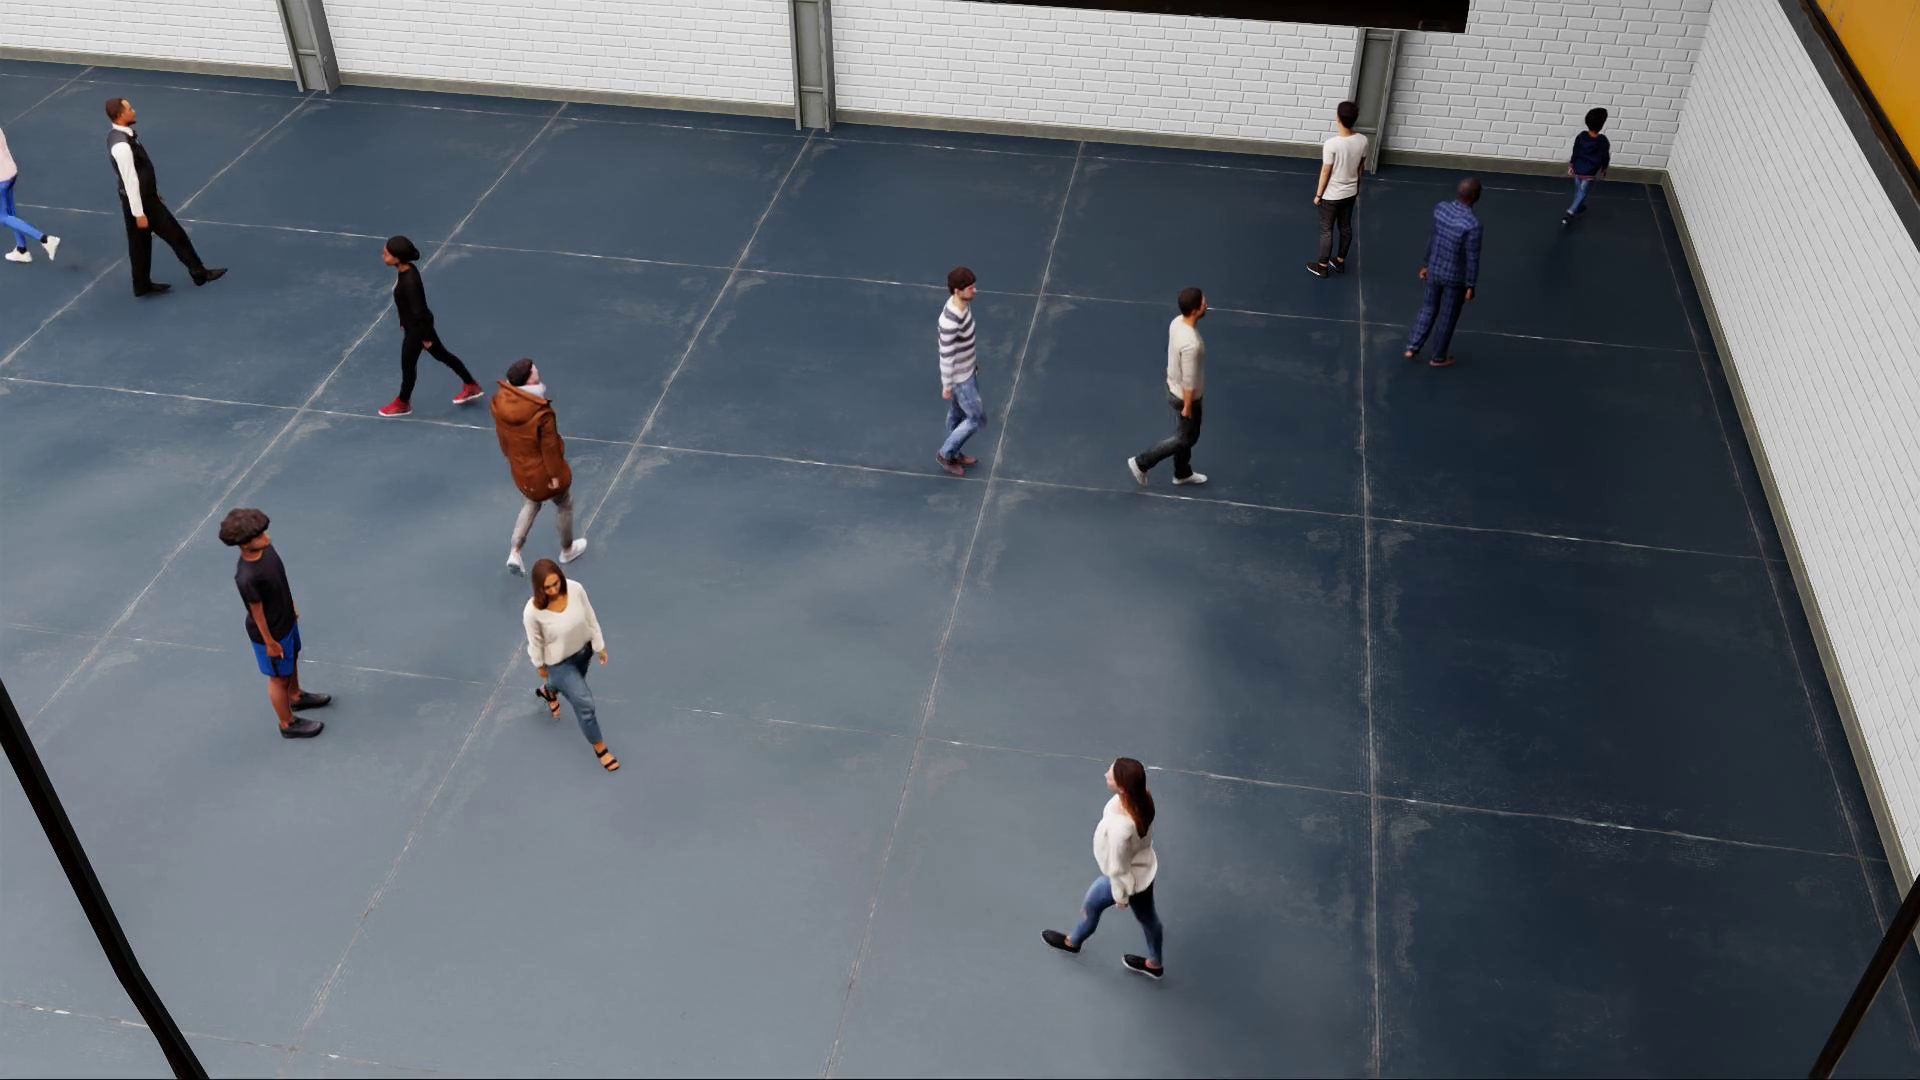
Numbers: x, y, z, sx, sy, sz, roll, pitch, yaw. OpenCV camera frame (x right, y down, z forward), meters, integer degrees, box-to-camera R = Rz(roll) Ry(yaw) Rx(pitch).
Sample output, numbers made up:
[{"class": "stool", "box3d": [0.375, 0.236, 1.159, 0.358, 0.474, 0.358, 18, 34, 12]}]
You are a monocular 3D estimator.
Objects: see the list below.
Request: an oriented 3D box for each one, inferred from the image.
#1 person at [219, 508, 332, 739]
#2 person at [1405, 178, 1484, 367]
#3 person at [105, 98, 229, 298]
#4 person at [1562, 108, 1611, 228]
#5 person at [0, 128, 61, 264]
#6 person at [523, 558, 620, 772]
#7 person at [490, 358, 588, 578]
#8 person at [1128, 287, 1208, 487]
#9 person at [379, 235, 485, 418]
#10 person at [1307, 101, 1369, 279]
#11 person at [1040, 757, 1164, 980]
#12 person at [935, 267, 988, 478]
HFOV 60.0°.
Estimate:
[{"class": "person", "box3d": [-4.477, 0.530, 10.797, 0.630, 1.791, 0.641, -3, 39, -3]}, {"class": "person", "box3d": [4.160, -2.282, 14.295, 0.915, 1.820, 0.851, -25, 45, -28]}, {"class": "person", "box3d": [-7.608, -3.087, 15.251, 1.206, 1.885, 1.116, -20, 43, -24]}, {"class": "person", "box3d": [6.222, -3.694, 16.550, 0.838, 1.211, 0.827, -31, 48, -33]}, {"class": "person", "box3d": [-9.015, -3.393, 15.740, 0.912, 1.752, 0.641, 6, 39, 7]}, {"class": "person", "box3d": [-2.565, 0.711, 10.689, 1.151, 1.643, 0.959, 28, 46, 30]}, {"class": "person", "box3d": [-3.110, -0.486, 12.044, 0.975, 1.822, 0.896, 16, 41, 19]}, {"class": "person", "box3d": [1.659, -1.144, 12.888, 1.004, 1.796, 0.824, -6, 39, -7]}, {"class": "person", "box3d": [-4.410, -1.770, 13.805, 1.188, 1.630, 0.950, -11, 40, -14]}, {"class": "person", "box3d": [3.561, -3.297, 15.645, 0.654, 1.720, 0.765, -15, 41, -18]}, {"class": "person", "box3d": [1.013, 1.870, 9.226, 1.048, 1.657, 0.818, 19, 42, 22]}, {"class": "person", "box3d": [-0.095, -1.325, 13.080, 0.650, 1.840, 0.658, 5, 39, 6]}]
